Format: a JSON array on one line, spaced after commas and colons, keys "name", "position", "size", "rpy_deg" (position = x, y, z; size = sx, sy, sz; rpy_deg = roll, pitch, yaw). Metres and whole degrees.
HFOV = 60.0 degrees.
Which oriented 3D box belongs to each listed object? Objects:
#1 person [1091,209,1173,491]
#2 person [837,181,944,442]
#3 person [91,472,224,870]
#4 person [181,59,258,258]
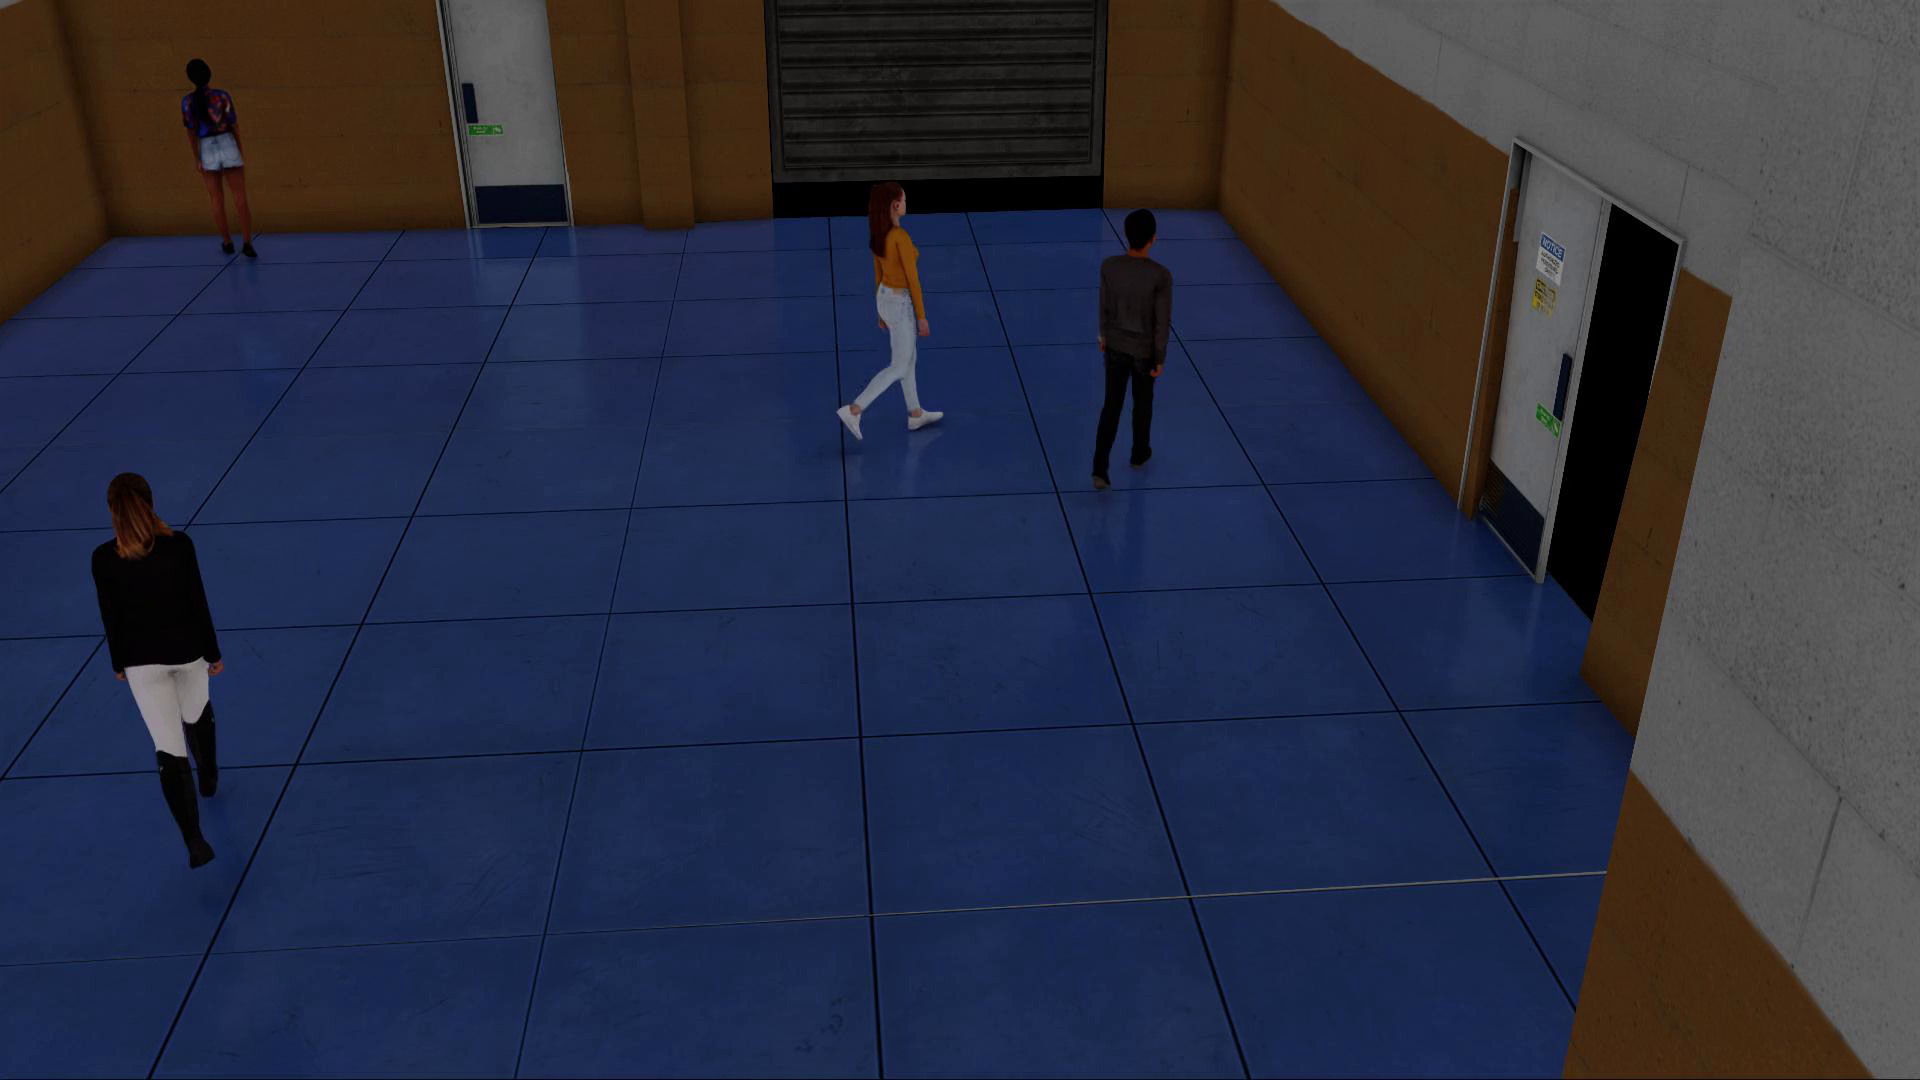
[{"name": "person", "position": [1.007, -1.137, 10.244], "size": [1.132, 1.740, 1.011], "rpy_deg": [21, 34, 35]}, {"name": "person", "position": [-0.470, -1.463, 10.896], "size": [1.158, 1.730, 0.902], "rpy_deg": [-16, 31, -29]}, {"name": "person", "position": [-3.283, 0.574, 6.909], "size": [1.212, 1.688, 0.972], "rpy_deg": [-14, 30, -26]}, {"name": "person", "position": [-6.463, -3.324, 14.557], "size": [0.864, 1.738, 0.787], "rpy_deg": [-10, 29, -19]}]
